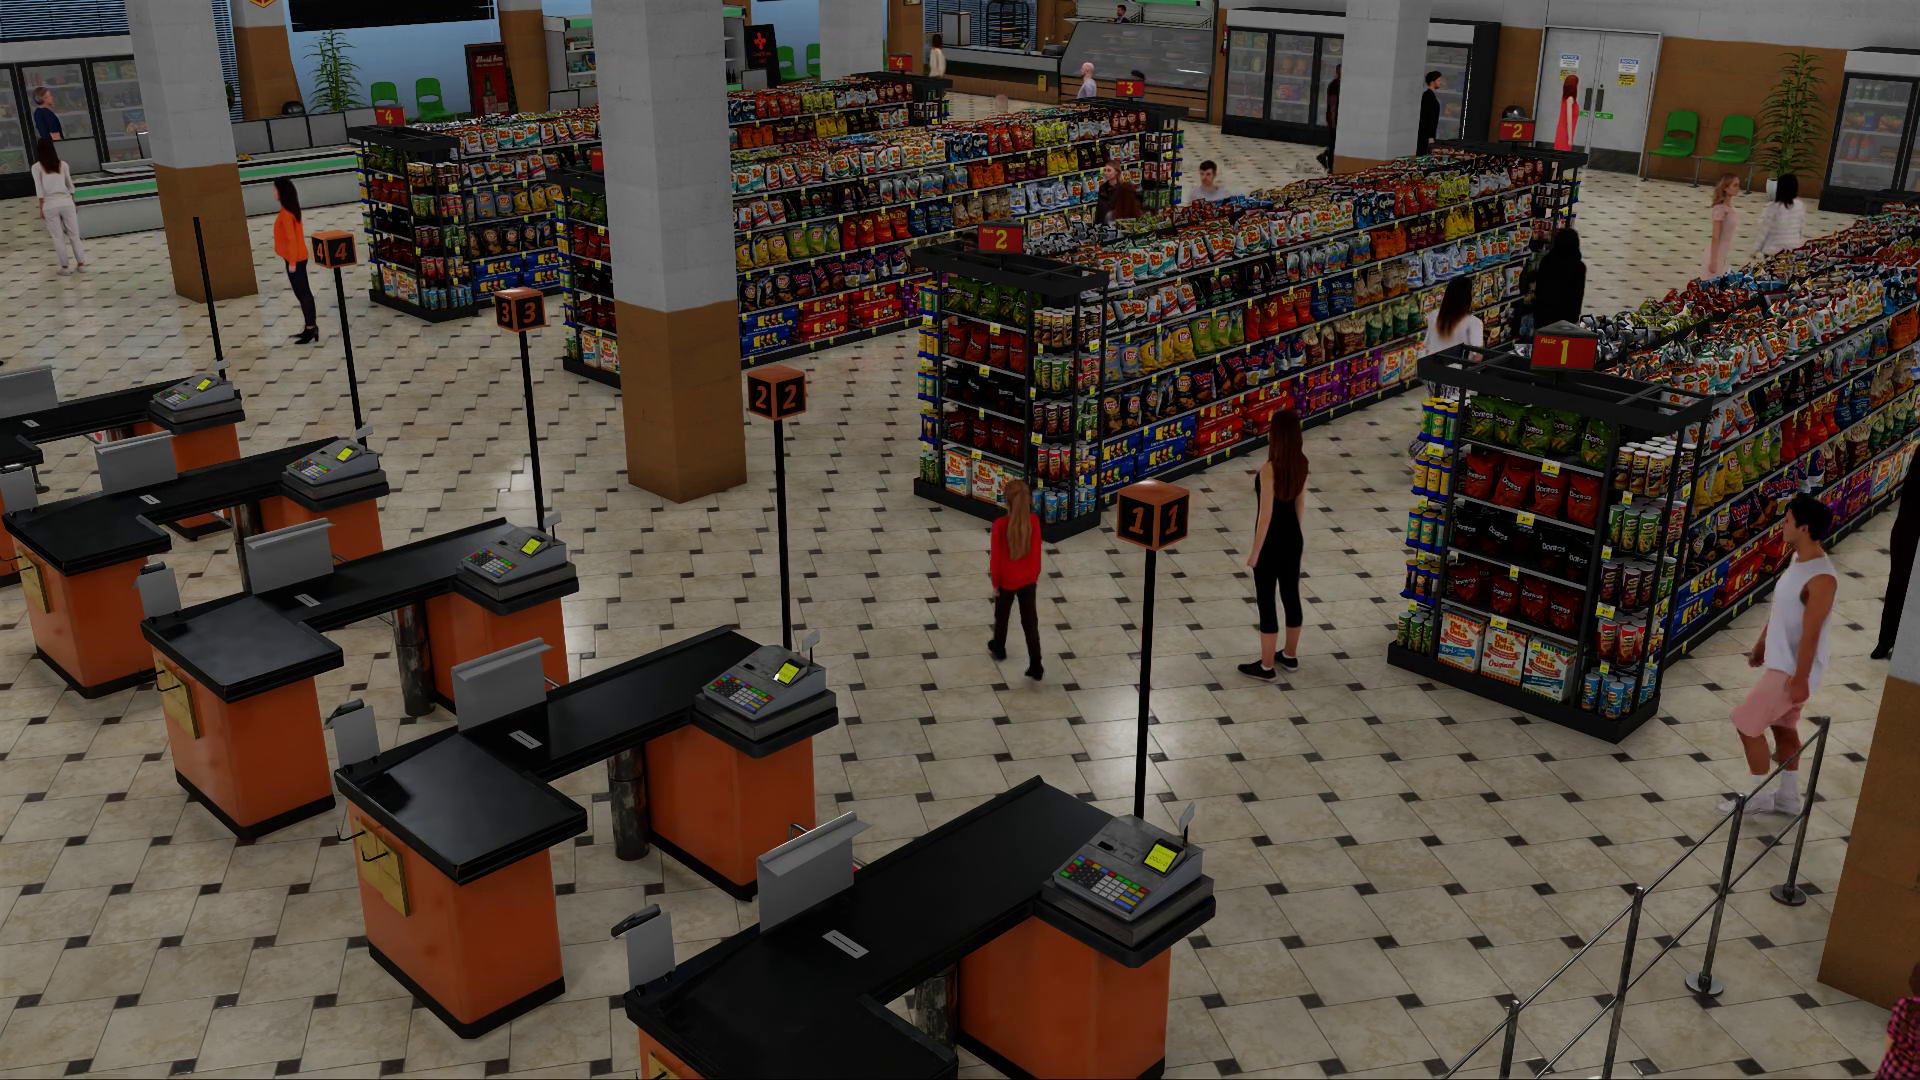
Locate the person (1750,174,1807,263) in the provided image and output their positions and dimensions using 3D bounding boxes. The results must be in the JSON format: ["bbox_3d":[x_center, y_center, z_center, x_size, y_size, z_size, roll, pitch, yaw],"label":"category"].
[{"bbox_3d":[9.106,-3.220,18.413,0.755,1.631,0.834,-2,22,-4],"label":"person"}]

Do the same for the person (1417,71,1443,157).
[{"bbox_3d":[7.178,-6.255,25.615,0.849,1.894,0.773,2,22,4],"label":"person"}]

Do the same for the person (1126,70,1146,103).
[{"bbox_3d":[3.014,-7.098,28.142,0.857,1.573,1.049,10,24,24],"label":"person"}]

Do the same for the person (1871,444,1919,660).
[{"bbox_3d":[6.049,-0.025,10.294,0.624,1.757,0.680,-17,27,-36],"label":"person"}]

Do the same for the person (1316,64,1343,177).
[{"bbox_3d":[6.112,-6.899,27.327,0.745,1.811,0.726,19,28,38],"label":"person"}]

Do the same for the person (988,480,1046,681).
[{"bbox_3d":[0.375,0.271,10.229,0.914,1.255,0.828,-7,23,-17],"label":"person"}]

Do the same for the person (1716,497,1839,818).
[{"bbox_3d":[4.387,0.659,8.585,0.848,1.761,0.762,7,23,18],"label":"person"}]

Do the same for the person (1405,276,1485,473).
[{"bbox_3d":[3.968,-1.306,13.632,1.139,1.644,0.827,-13,25,-30],"label":"person"}]

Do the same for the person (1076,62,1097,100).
[{"bbox_3d":[2.068,-6.887,27.264,0.827,1.837,0.742,2,22,6],"label":"person"}]

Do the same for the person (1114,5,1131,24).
[{"bbox_3d":[3.725,-11.419,38.501,0.578,1.867,0.622,-20,29,-40],"label":"person"}]

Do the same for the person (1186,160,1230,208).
[{"bbox_3d":[2.707,-3.212,18.177,0.917,1.793,1.285,11,24,25],"label":"person"}]

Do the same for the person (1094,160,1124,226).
[{"bbox_3d":[1.727,-3.476,18.951,0.603,1.705,0.498,19,29,40],"label":"person"}]

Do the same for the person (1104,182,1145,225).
[{"bbox_3d":[1.743,-2.900,17.530,0.775,1.695,0.826,2,22,6],"label":"person"}]

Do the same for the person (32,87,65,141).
[{"bbox_3d":[-12.997,-5.544,23.874,0.647,1.871,0.522,20,30,41],"label":"person"}]

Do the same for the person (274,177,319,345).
[{"bbox_3d":[-7.033,-2.967,17.624,0.718,1.749,0.708,-6,23,-14],"label":"person"}]

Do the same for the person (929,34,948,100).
[{"bbox_3d":[-0.525,-9.353,33.619,0.878,1.674,0.787,-8,23,-19],"label":"person"}]

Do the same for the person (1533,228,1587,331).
[{"bbox_3d":[5.594,-2.106,15.703,0.722,1.584,0.997,16,27,35],"label":"person"}]

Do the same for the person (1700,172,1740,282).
[{"bbox_3d":[7.892,-2.930,17.424,0.662,1.830,0.481,16,27,34],"label":"person"}]

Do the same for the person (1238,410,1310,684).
[{"bbox_3d":[1.953,0.031,10.194,0.488,1.726,0.647,-16,27,-35],"label":"person"}]

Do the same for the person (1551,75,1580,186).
[{"bbox_3d":[9.325,-6.241,25.668,0.732,1.828,0.647,2,22,6],"label":"person"}]

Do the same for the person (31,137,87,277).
[{"bbox_3d":[-11.183,-4.137,20.621,0.650,1.687,0.447,20,29,40],"label":"person"}]
